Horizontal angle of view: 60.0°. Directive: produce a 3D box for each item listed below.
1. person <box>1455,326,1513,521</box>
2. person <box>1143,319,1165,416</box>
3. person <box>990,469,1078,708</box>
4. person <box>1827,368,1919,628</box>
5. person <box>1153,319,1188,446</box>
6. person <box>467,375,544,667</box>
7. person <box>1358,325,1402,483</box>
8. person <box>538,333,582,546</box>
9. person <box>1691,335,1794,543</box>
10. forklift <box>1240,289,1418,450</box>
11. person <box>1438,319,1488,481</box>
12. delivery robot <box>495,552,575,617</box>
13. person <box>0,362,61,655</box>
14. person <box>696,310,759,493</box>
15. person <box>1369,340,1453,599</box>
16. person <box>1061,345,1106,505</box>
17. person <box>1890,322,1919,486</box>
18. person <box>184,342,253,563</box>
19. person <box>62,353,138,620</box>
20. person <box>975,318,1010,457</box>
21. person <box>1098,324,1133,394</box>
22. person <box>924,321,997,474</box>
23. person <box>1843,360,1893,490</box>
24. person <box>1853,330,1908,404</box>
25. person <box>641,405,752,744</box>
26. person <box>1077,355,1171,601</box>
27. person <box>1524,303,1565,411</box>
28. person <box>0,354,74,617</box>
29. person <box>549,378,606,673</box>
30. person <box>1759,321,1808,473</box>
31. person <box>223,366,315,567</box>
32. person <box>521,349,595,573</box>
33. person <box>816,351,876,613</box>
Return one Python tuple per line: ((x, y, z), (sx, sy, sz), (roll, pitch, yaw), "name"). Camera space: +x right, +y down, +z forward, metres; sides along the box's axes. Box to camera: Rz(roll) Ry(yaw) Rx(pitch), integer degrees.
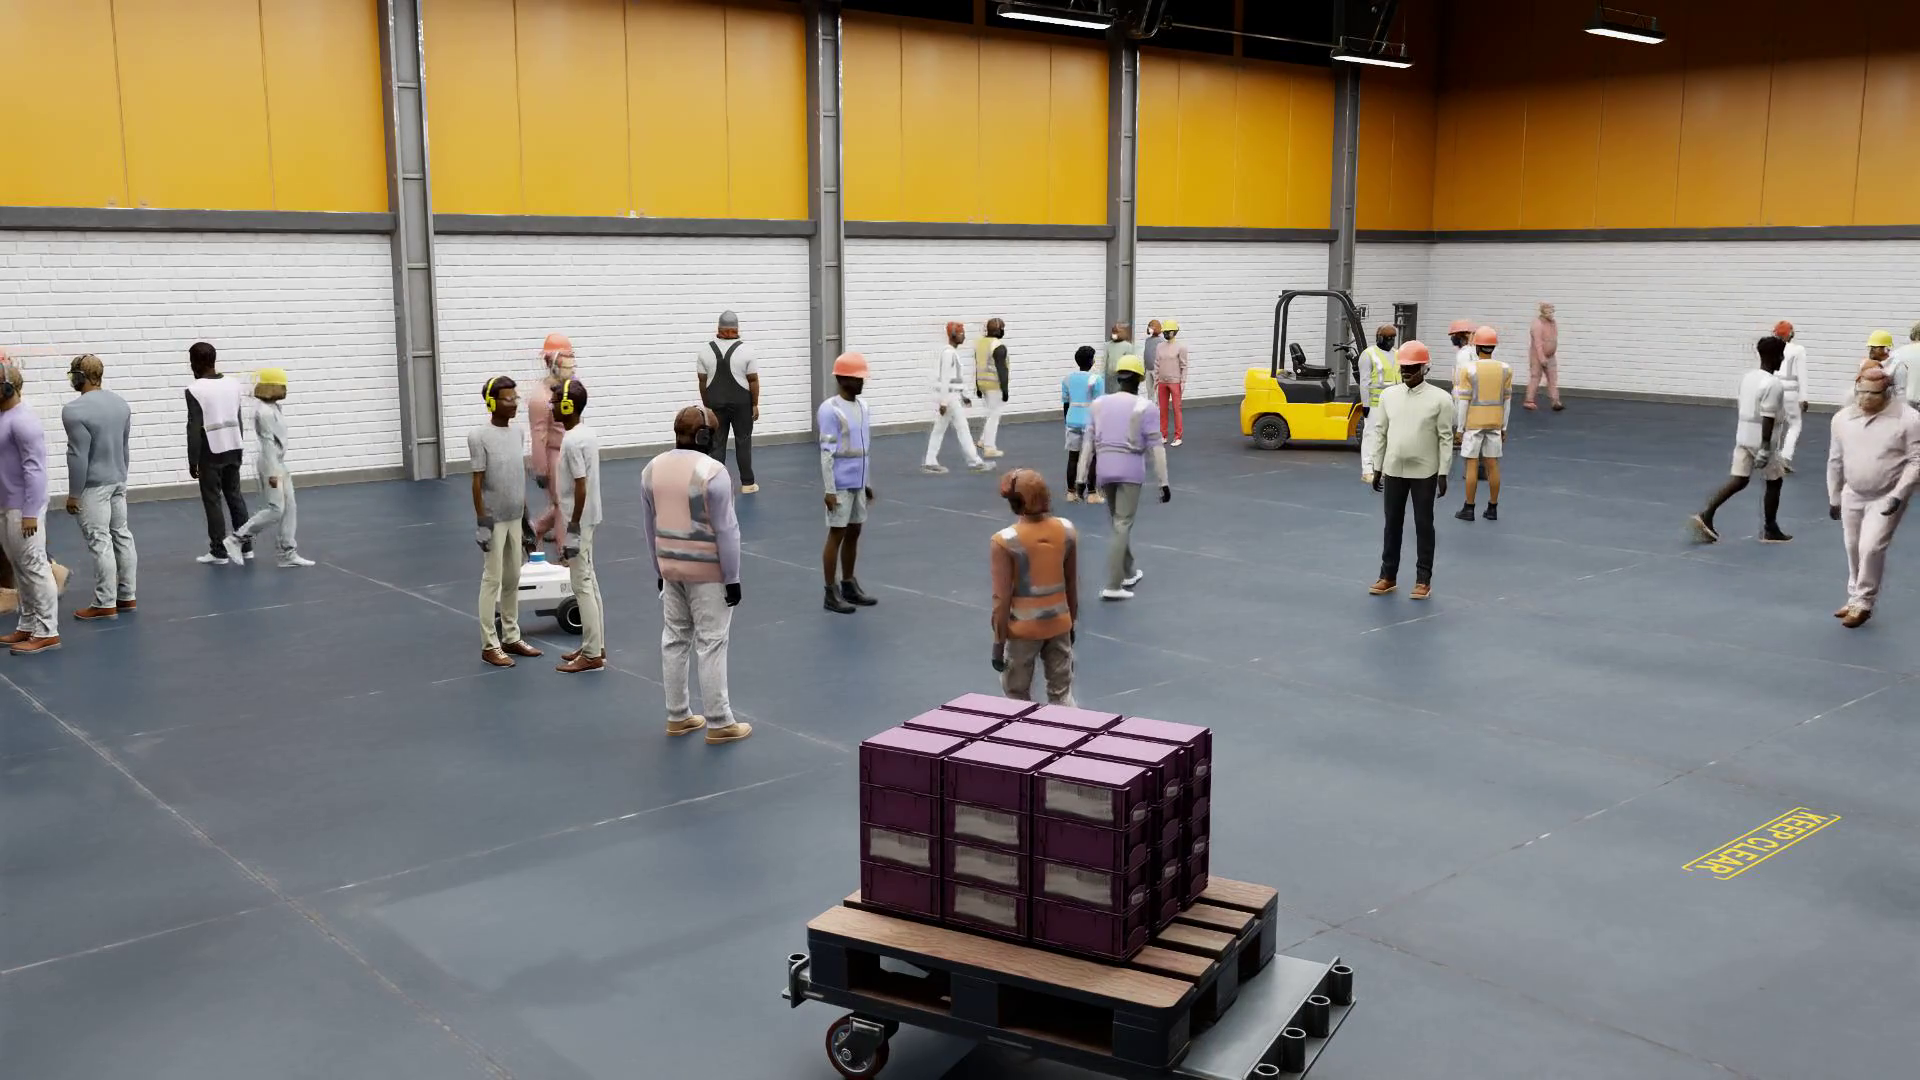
((5.206, -1.155, 16.592), (0.545, 1.943, 0.347), (-1, 10, -7), "person")
((3.077, -2.688, 26.459), (0.277, 1.636, 0.507), (-6, 11, -31), "person")
((0.413, 0.470, 8.056), (0.558, 1.619, 0.619), (-6, 12, -33), "person")
((6.489, -0.296, 11.839), (0.756, 1.848, 0.661), (-7, 12, -34), "person")
((2.912, -2.186, 23.144), (0.533, 1.767, 0.313), (9, 13, 41), "person")
((-2.946, -0.129, 10.786), (0.329, 1.875, 0.516), (4, 11, 23), "person")
((4.937, -1.589, 19.431), (0.627, 1.844, 0.429), (-6, 11, -31), "person")
((-3.637, -0.913, 15.184), (0.356, 1.937, 0.552), (-7, 12, -35), "person")
((7.234, -0.914, 15.241), (0.912, 1.935, 0.602), (-1, 10, -7), "person")
((5.034, -2.339, 22.783), (2.313, 2.155, 1.214), (3, 10, 16), "forklift")
((5.864, -1.659, 19.678), (0.945, 1.886, 0.545), (7, 12, 34), "person")
((-2.963, 0.328, 11.687), (0.707, 0.478, 0.477), (-4, 10, -20), "delivery robot")
((-6.266, -0.211, 11.072), (0.359, 1.938, 0.635), (-9, 13, -43), "person")
((-2.547, -1.539, 18.547), (0.689, 2.000, 0.539), (2, 10, 9), "person")
((3.469, -0.539, 12.826), (0.619, 1.992, 0.396), (7, 12, 37), "person")
((1.319, -1.216, 17.664), (0.532, 1.697, 0.319), (7, 12, 37), "person")
((11.016, -1.567, 19.220), (0.652, 1.874, 1.051), (4, 10, 22), "person")
((-6.381, -0.746, 14.309), (0.391, 1.909, 0.599), (3, 10, 19), "person")
((-6.268, -0.385, 12.095), (0.372, 1.940, 0.631), (1, 10, 7), "person")
((0.454, -2.001, 21.865), (0.451, 1.828, 0.657), (-5, 11, -28), "person")
((2.344, -2.482, 25.372), (0.510, 1.599, 0.815), (9, 13, 41), "person")
((-0.005, -1.707, 20.093), (0.943, 1.838, 0.599), (0, 10, 0), "person")
((9.246, -1.051, 16.982), (0.499, 1.595, 0.837), (-2, 10, -10), "person")
((10.111, -1.404, 18.380), (0.403, 1.827, 0.601), (-4, 11, -24), "person")
((-1.422, 0.188, 9.046), (0.622, 1.837, 0.429), (7, 12, 34), "person")
((1.305, -0.500, 12.971), (0.705, 1.860, 0.948), (7, 12, 34), "person")
((9.965, -3.093, 28.236), (0.706, 1.849, 0.854), (-6, 11, -30), "person")
((-6.958, -0.436, 12.149), (0.610, 2.025, 0.571), (7, 12, 34), "person")
((-2.439, -0.090, 10.568), (0.311, 1.869, 0.534), (-1, 10, -4), "person")
((9.933, -1.708, 20.074), (0.430, 1.855, 0.661), (-7, 12, -37), "person")
((-5.845, -0.604, 13.998), (0.600, 1.719, 0.494), (-2, 10, -12), "person")
((-3.383, -0.652, 13.815), (0.684, 1.883, 0.640), (2, 10, 14), "person")
((-0.819, -0.433, 12.376), (0.372, 1.935, 0.551), (6, 11, 30), "person")
